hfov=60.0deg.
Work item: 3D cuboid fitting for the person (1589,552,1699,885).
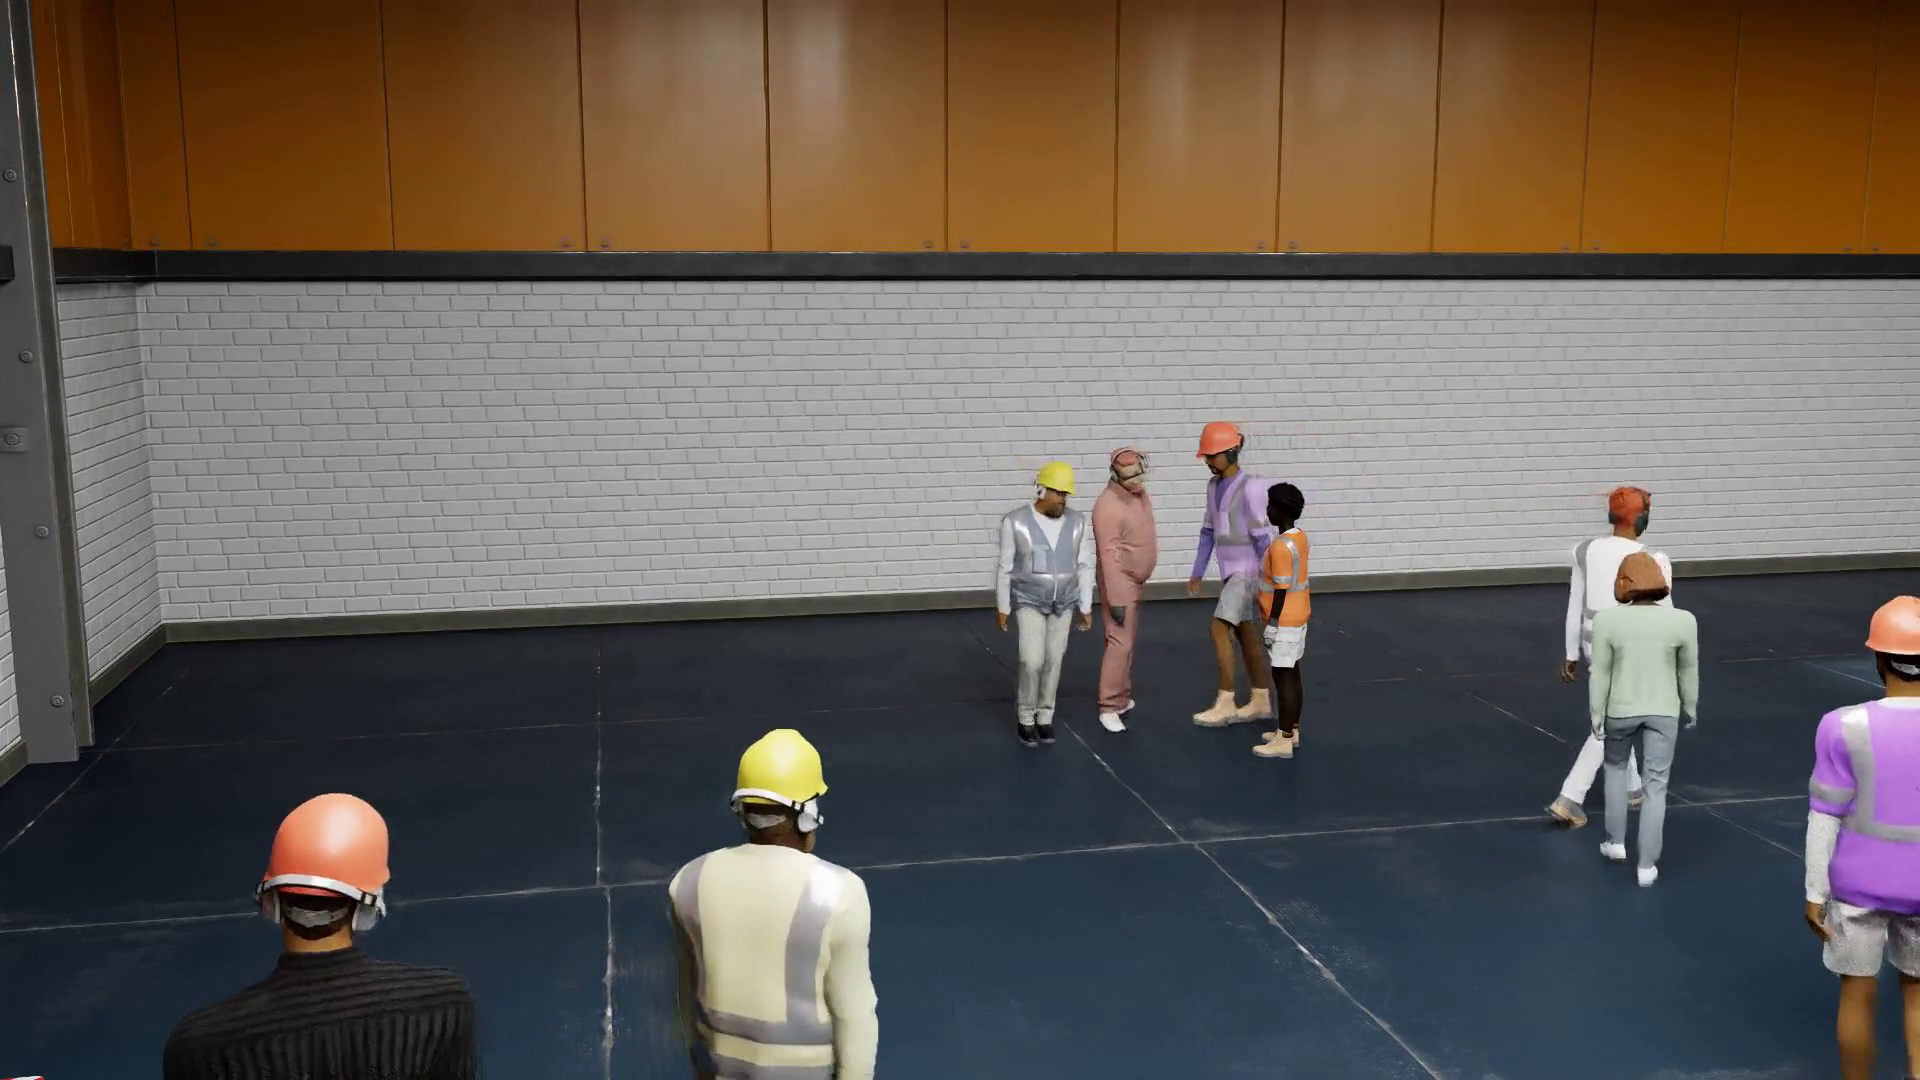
[{"bbox_3d":[3.383,0.859,8.247,0.525,1.611,0.618,3,10,20],"label":"person"}]

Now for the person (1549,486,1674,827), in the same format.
[{"bbox_3d":[3.545,0.622,9.007,0.976,1.843,0.591,-6,11,-32],"label":"person"}]

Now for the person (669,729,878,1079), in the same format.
[{"bbox_3d":[-0.465,1.397,4.350,0.633,1.808,0.448,4,10,25],"label":"person"}]

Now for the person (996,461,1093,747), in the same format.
[{"bbox_3d":[0.558,0.408,10.396,0.608,1.805,0.543,-3,10,-17],"label":"person"}]

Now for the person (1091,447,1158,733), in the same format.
[{"bbox_3d":[1.117,0.300,10.924,0.395,1.864,0.820,4,10,22],"label":"person"}]

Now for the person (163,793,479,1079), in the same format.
[{"bbox_3d":[-1.241,1.495,3.348,0.633,1.959,0.890,-5,11,-28],"label":"person"}]

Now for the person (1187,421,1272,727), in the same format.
[{"bbox_3d":[1.740,0.224,10.913,0.777,2.000,0.634,-2,10,-14],"label":"person"}]

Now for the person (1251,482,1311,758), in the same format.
[{"bbox_3d":[1.988,0.489,10.240,0.318,1.698,0.534,4,10,22],"label":"person"}]

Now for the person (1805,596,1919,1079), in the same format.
[{"bbox_3d":[3.104,1.147,5.526,0.561,1.927,0.523,2,10,15],"label":"person"}]
